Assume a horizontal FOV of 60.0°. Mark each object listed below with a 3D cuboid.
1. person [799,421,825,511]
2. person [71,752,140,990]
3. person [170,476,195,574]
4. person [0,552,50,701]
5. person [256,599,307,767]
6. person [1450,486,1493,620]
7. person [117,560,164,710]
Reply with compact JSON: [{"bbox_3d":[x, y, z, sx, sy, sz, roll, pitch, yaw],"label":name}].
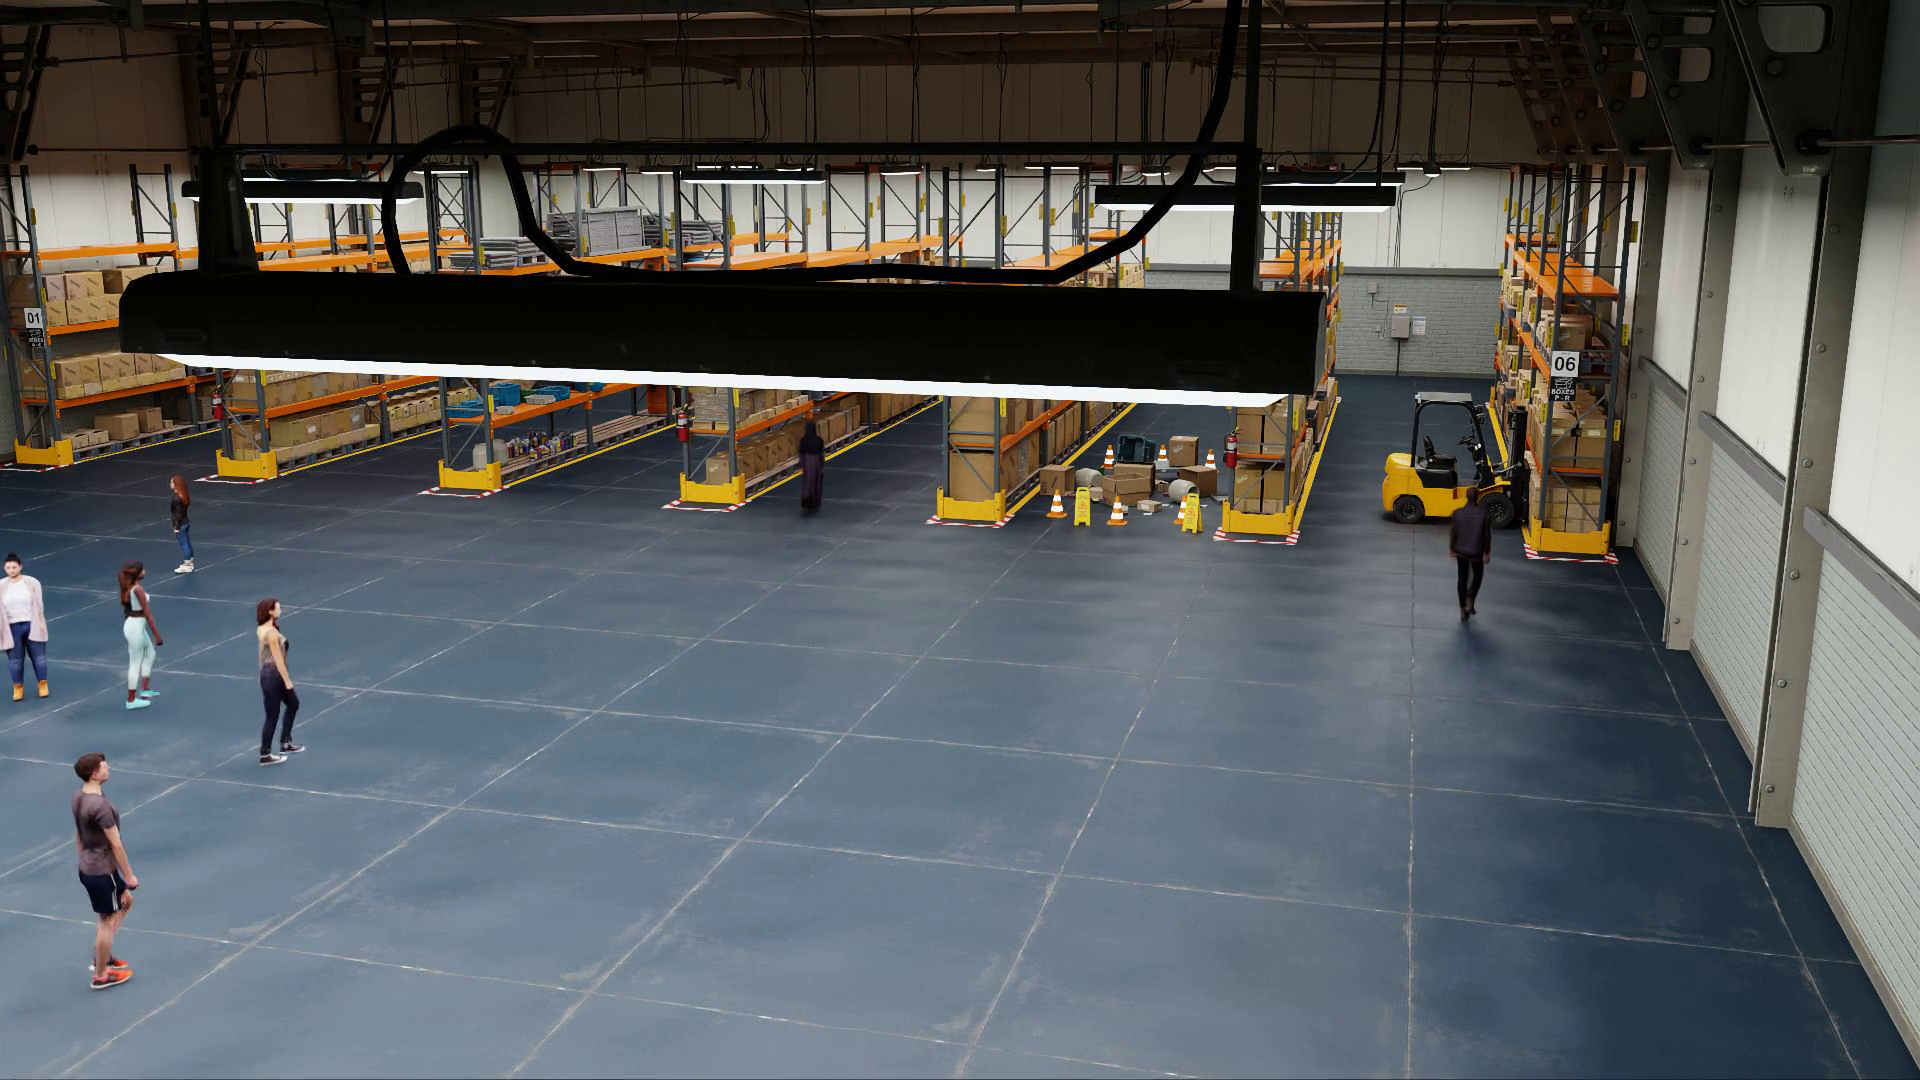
[{"bbox_3d":[-2.637,-1.311,29.544,0.703,1.605,0.868,0,13,2],"label":"person"},{"bbox_3d":[-6.537,2.517,12.495,0.803,1.839,0.775,-13,18,-43],"label":"person"},{"bbox_3d":[-11.809,-0.253,25.246,0.693,1.483,0.572,-2,13,-9],"label":"person"},{"bbox_3d":[-10.900,0.983,19.330,0.782,1.744,0.841,-7,15,-28],"label":"person"},{"bbox_3d":[-7.174,1.486,17.143,0.859,1.750,0.799,-7,15,-29],"label":"person"},{"bbox_3d":[6.896,0.192,22.565,0.791,1.826,0.746,7,15,28],"label":"person"},{"bbox_3d":[-9.460,1.091,18.938,0.792,1.711,0.731,-12,18,-41],"label":"person"}]
